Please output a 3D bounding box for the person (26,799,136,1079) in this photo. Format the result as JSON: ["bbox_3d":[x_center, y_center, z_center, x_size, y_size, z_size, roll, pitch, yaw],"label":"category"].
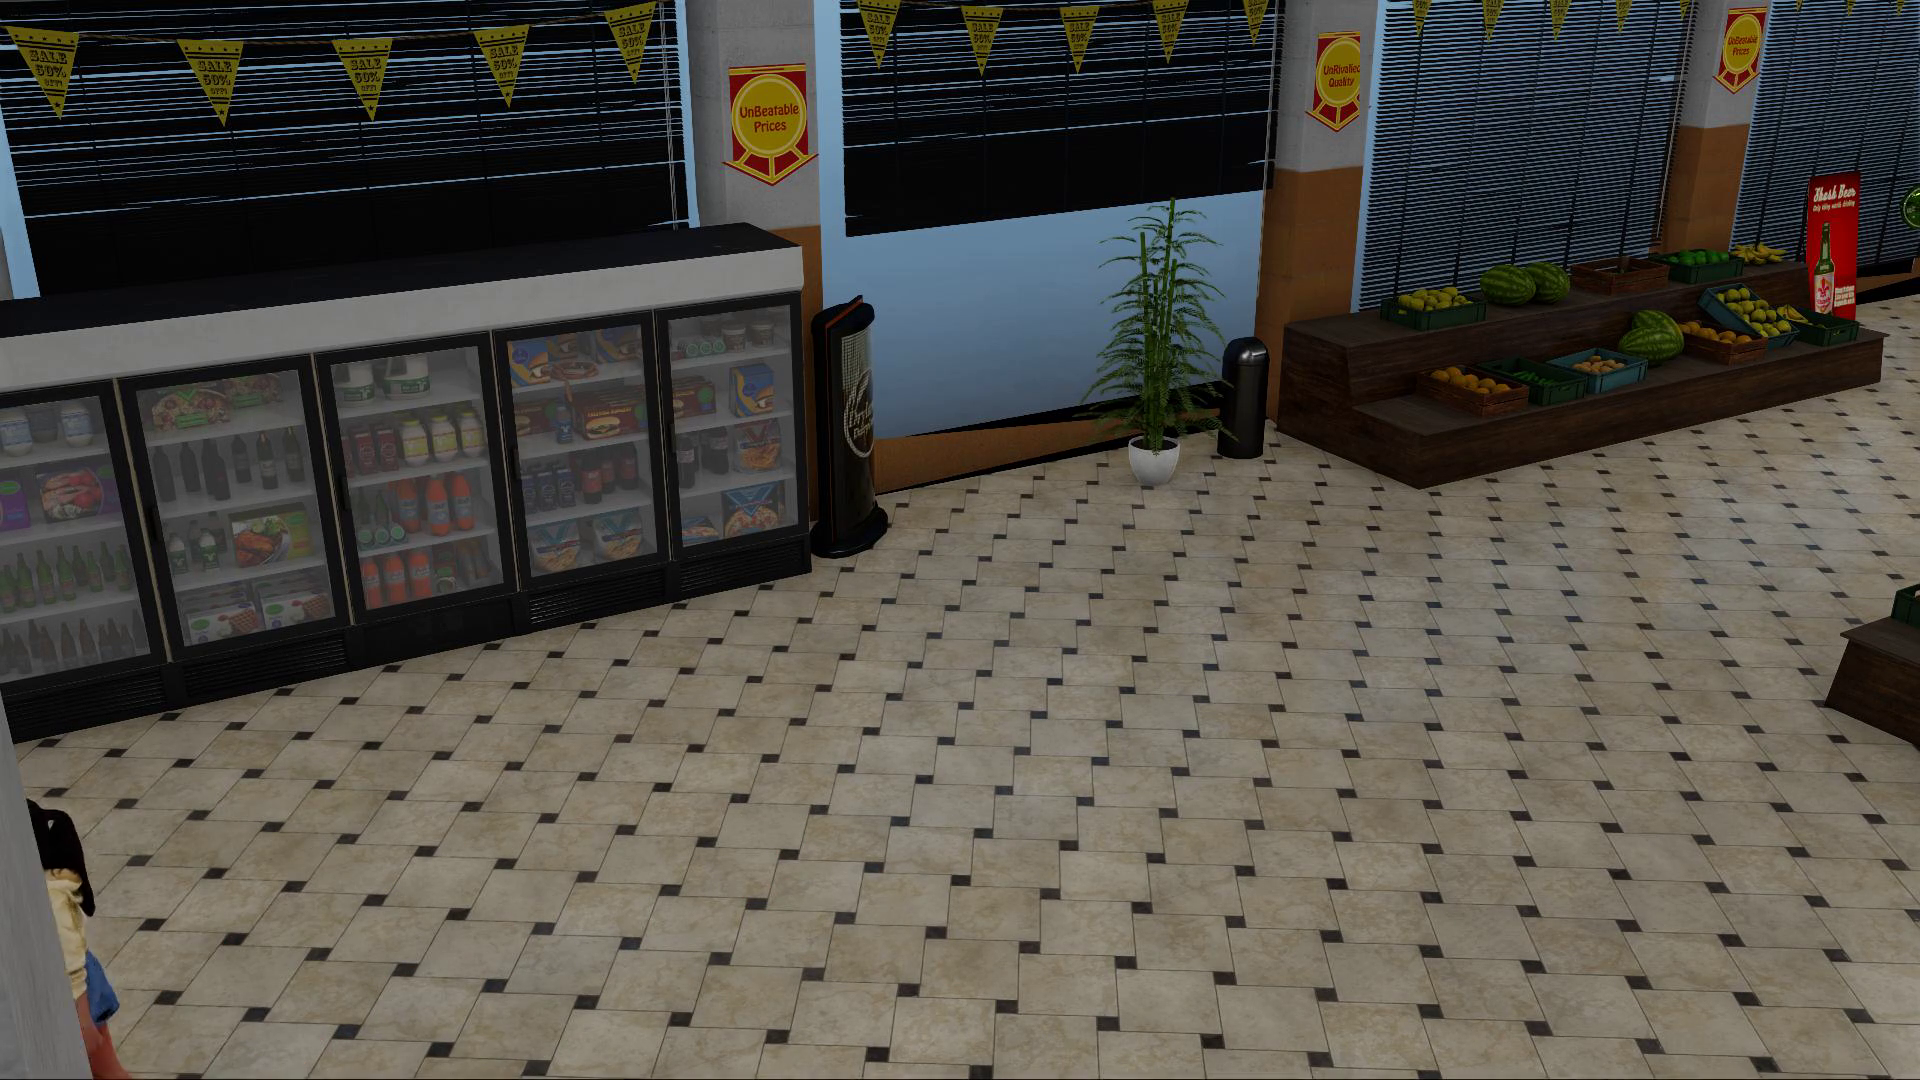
[{"bbox_3d":[-3.130,1.627,5.978,0.790,1.609,0.644,-11,25,-26],"label":"person"}]
